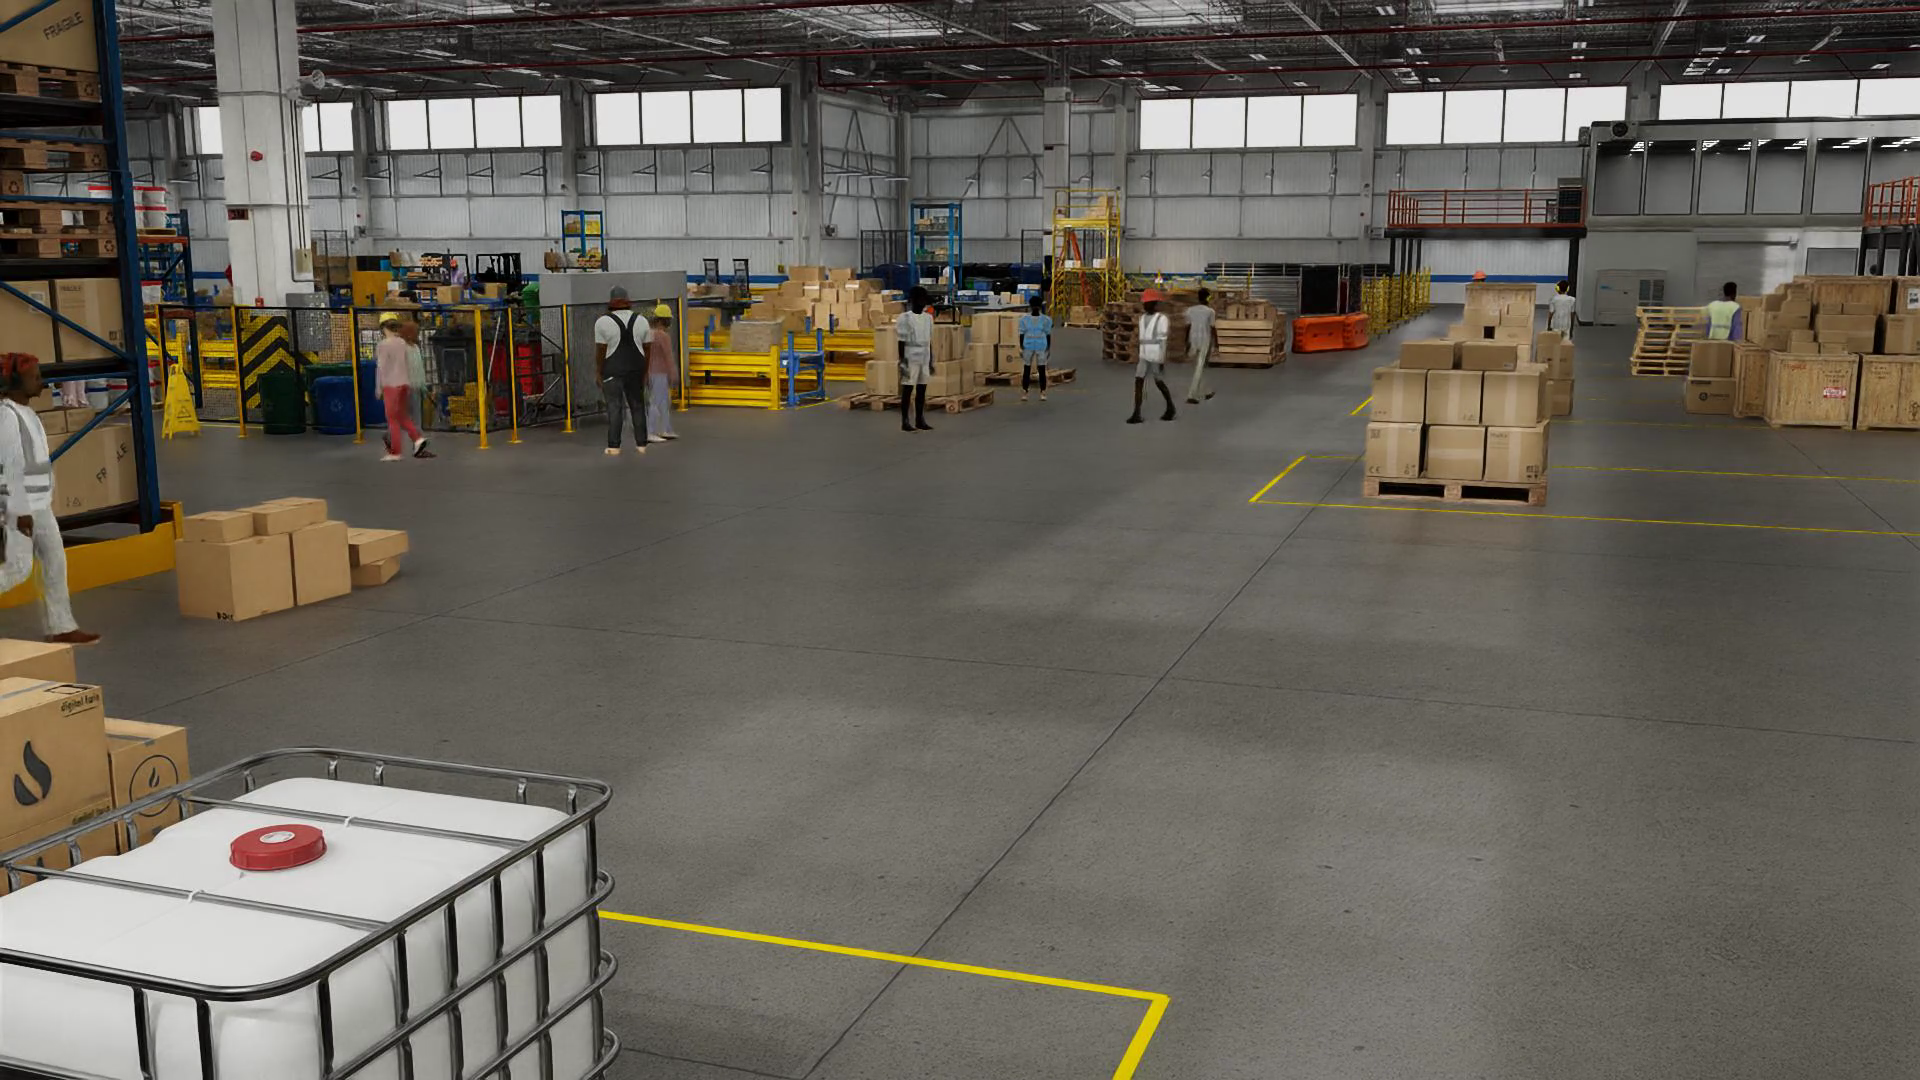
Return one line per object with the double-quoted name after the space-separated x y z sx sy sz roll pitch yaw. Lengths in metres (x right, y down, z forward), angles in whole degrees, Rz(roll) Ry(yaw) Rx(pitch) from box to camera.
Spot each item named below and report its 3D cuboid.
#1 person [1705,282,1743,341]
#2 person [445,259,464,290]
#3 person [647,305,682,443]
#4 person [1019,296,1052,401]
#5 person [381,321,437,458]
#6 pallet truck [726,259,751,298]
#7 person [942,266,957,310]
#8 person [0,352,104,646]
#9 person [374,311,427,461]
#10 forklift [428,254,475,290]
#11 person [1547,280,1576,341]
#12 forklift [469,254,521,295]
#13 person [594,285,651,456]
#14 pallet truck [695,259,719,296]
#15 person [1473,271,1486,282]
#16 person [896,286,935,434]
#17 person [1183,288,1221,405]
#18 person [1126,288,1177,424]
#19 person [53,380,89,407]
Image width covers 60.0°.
12.399 -3.226 26.975 0.460 1.904 0.617 -5 11 -28 "person"
-16.631 -8.218 54.758 0.603 2.035 0.403 0 10 1 "person"
-3.734 -2.107 21.113 0.697 1.738 0.550 -7 12 -34 "person"
1.206 -3.068 26.708 0.536 1.691 0.320 1 10 6 "person"
-6.538 -1.774 19.619 0.673 1.613 0.510 0 10 2 "person"
-7.986 -9.493 62.019 0.823 1.965 1.885 3 11 17 "pallet truck"
-0.382 -9.845 64.261 0.409 1.908 0.639 -9 13 -41 "person"
-5.812 -0.221 10.194 0.800 1.863 0.578 -2 10 -10 "person"
-6.523 -1.774 19.241 0.450 1.742 0.539 2 10 10 "person"
-20.133 -10.254 65.465 1.157 1.987 2.680 3 11 19 "forklift"
11.232 -3.927 31.082 0.504 1.861 0.328 1 10 4 "person"
-17.990 -10.121 64.684 1.157 1.987 2.680 3 11 17 "forklift"
-4.052 -2.031 19.875 0.688 2.000 0.536 -6 12 -30 "person"
-9.165 -9.627 62.776 0.823 1.965 1.885 4 11 23 "pallet truck"
11.595 -5.037 37.138 0.386 1.930 0.539 4 11 21 "person"
-0.579 -2.405 22.187 0.613 1.963 0.362 -10 14 -43 "person"
3.874 -3.061 26.288 0.539 1.817 0.965 9 13 40 "person"
2.741 -2.601 23.497 0.949 1.901 0.553 -9 14 -42 "person"
-10.712 -2.025 19.976 0.389 1.990 0.622 0 10 -3 "person"
